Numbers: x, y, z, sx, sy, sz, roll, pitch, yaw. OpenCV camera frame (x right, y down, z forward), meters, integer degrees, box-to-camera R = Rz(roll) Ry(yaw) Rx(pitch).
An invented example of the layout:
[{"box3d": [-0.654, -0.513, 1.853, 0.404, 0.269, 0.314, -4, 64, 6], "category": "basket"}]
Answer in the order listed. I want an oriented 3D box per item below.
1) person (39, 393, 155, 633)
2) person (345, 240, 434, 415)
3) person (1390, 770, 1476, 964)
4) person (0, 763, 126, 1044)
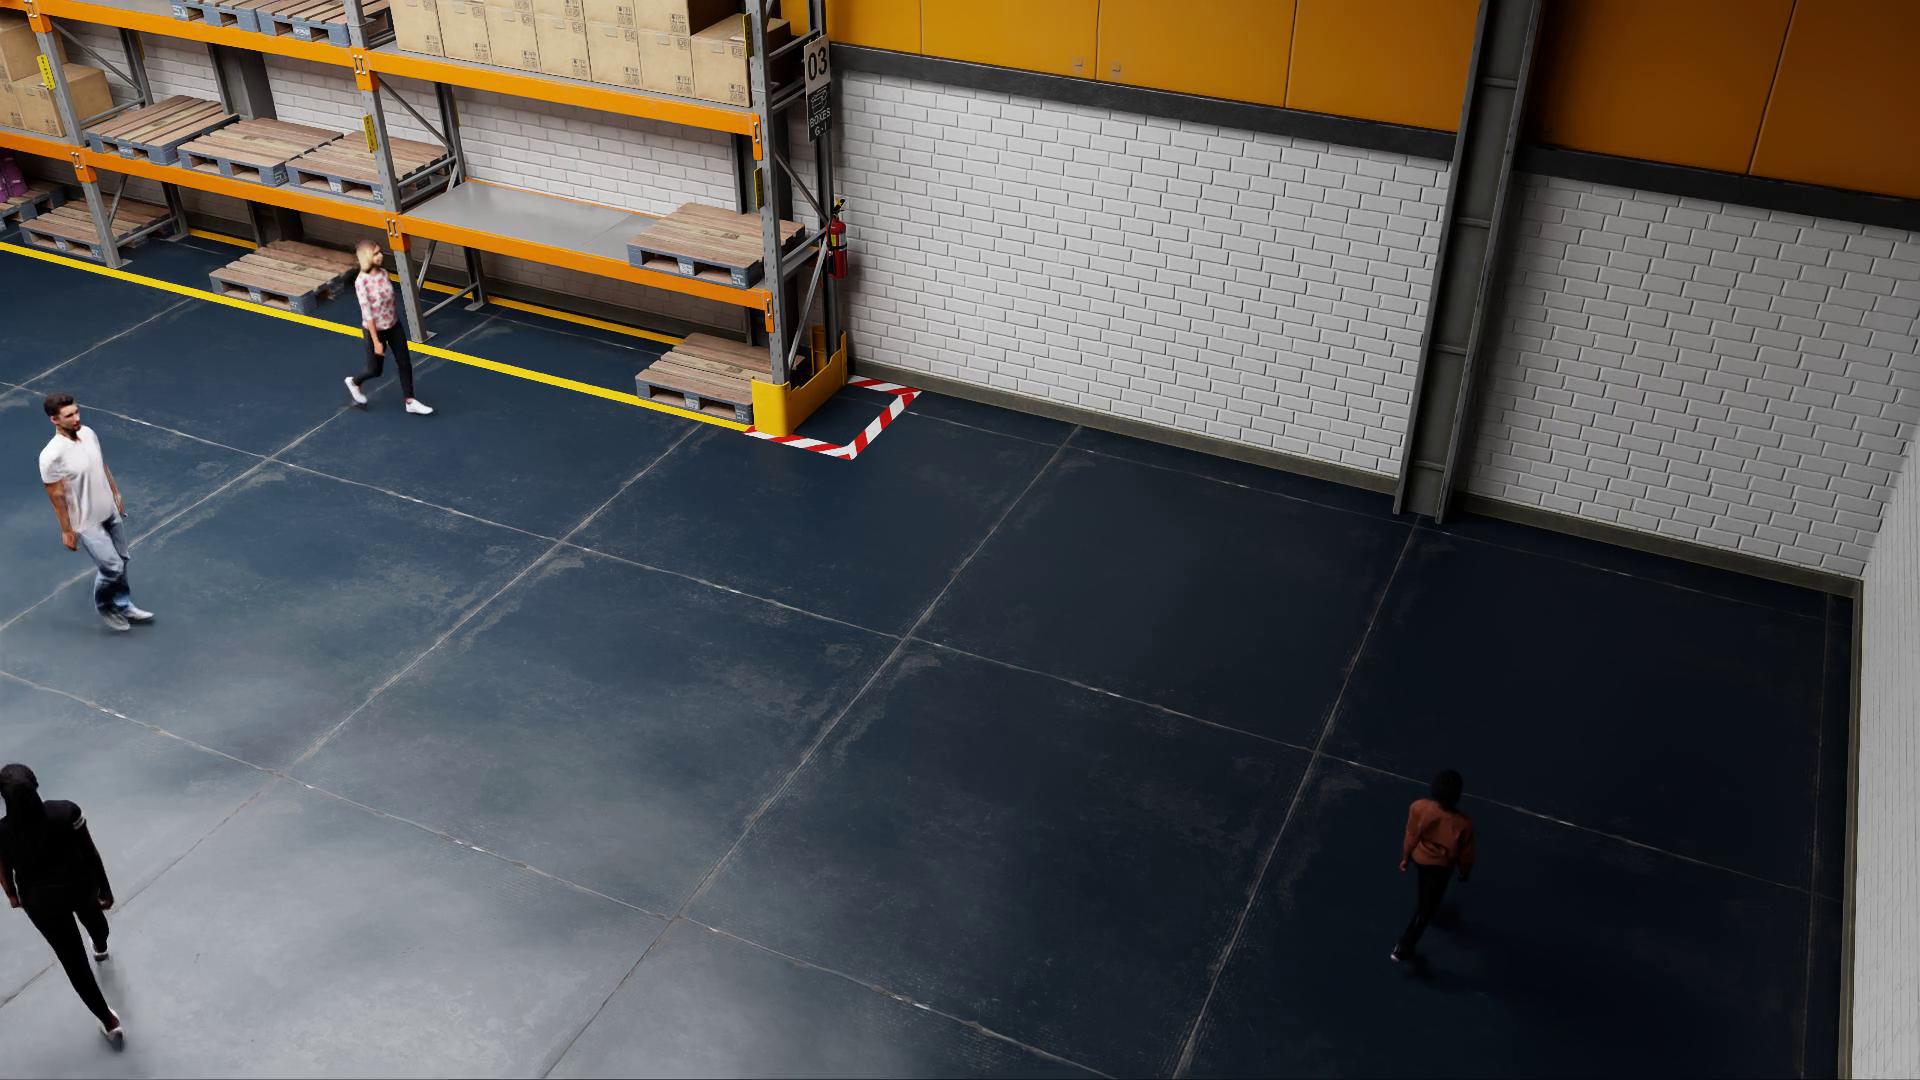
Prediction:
[{"box3d": [-6.121, -0.183, 11.606, 0.718, 1.852, 0.754, 6, 34, 9], "category": "person"}, {"box3d": [-5.024, -1.802, 14.259, 0.976, 1.612, 0.579, 13, 36, 18], "category": "person"}, {"box3d": [2.587, 1.806, 9.176, 0.893, 1.230, 0.719, 23, 40, 30], "category": "person"}, {"box3d": [-4.632, 1.907, 8.607, 1.010, 1.691, 1.216, -21, 39, -28], "category": "person"}]
